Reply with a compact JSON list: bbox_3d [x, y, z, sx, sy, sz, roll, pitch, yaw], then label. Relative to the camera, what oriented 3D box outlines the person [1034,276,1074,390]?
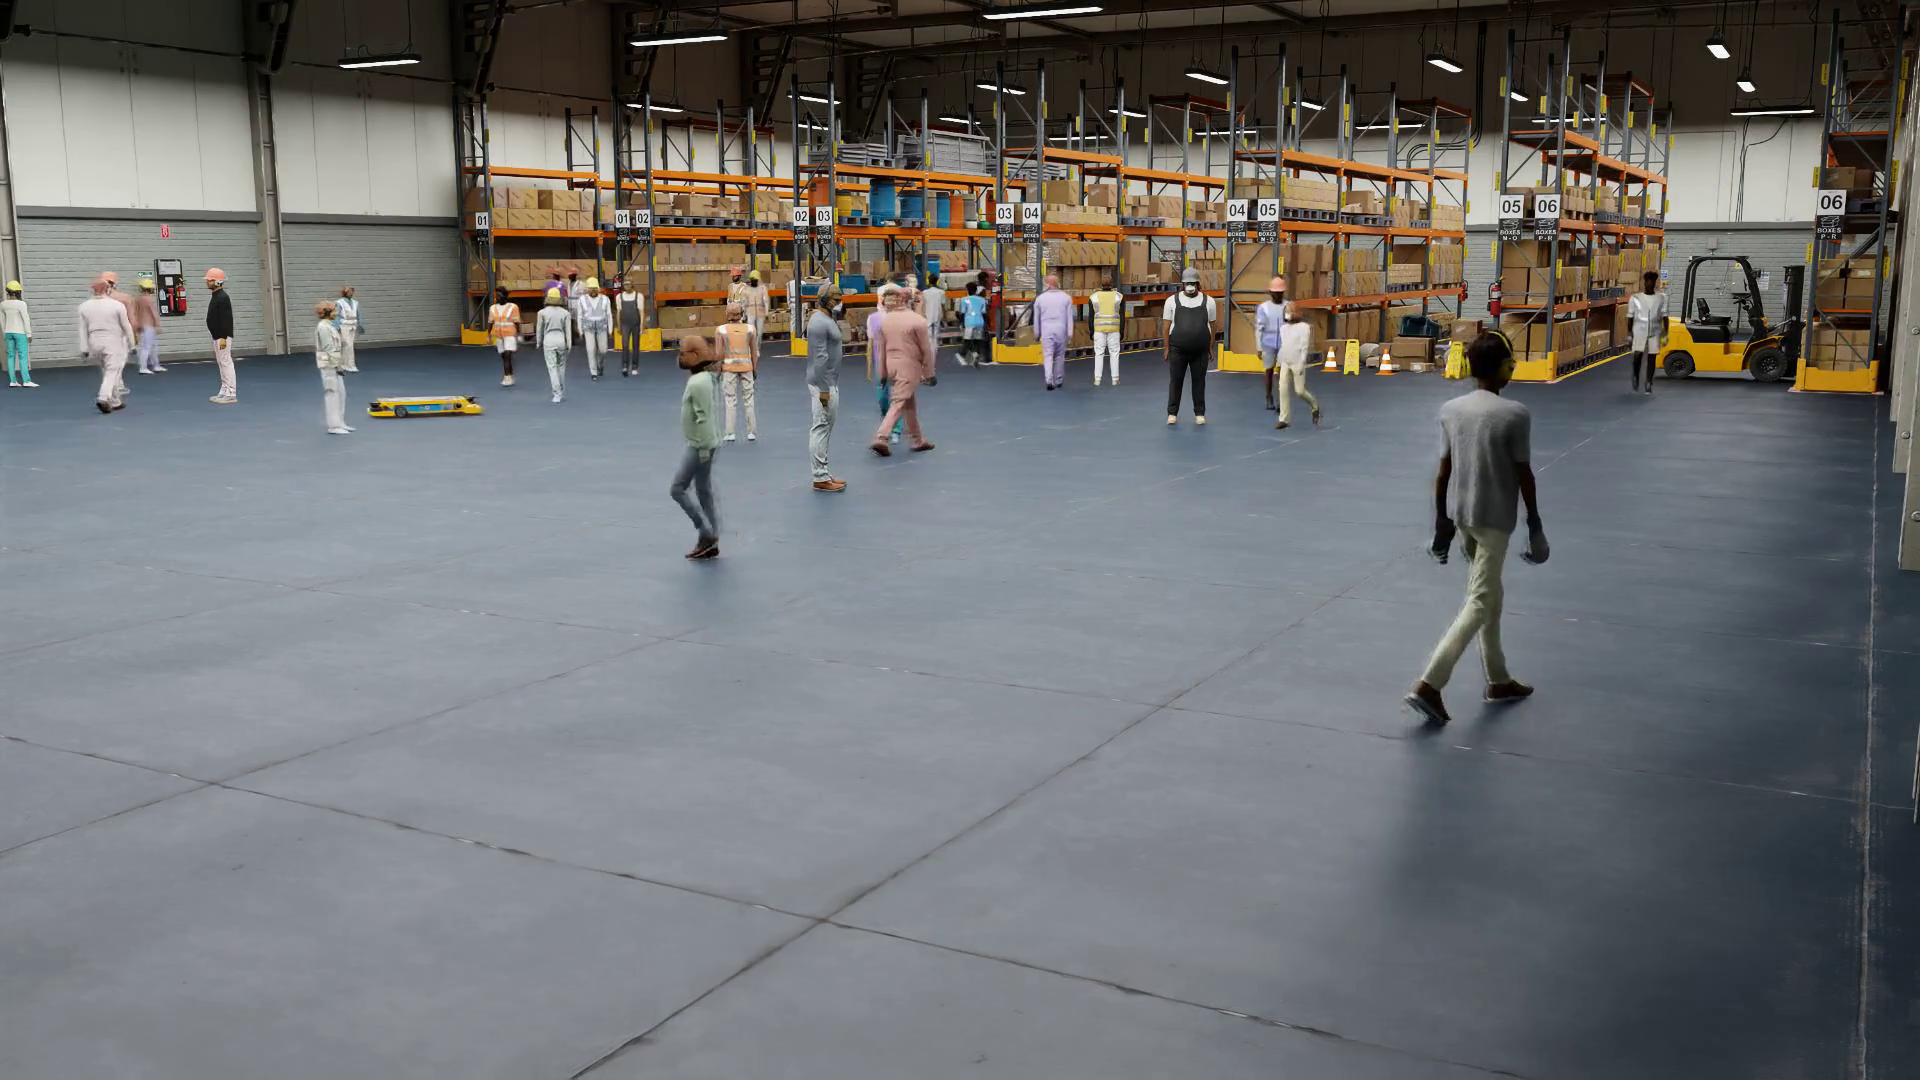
[{"bbox_3d":[1.530,-3.392,27.248,0.652,1.861,1.000,1,10,5],"label":"person"}]

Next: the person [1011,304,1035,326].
[{"bbox_3d":[1.457,-5.092,37.283,0.591,1.823,1.013,4,11,23],"label":"person"}]

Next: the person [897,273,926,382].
[{"bbox_3d":[-0.893,-3.713,29.057,0.650,1.885,0.776,-6,11,-32],"label":"person"}]

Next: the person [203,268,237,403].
[{"bbox_3d":[-11.007,-3.038,24.750,0.373,1.997,0.610,-7,12,-34],"label":"person"}]

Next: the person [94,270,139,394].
[{"bbox_3d":[-13.179,-3.206,25.864,0.622,1.963,0.921,0,10,0],"label":"person"}]

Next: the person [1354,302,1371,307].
[{"bbox_3d":[11.173,-6.575,46.095,0.616,1.797,0.975,7,12,34],"label":"person"}]

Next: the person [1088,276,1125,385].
[{"bbox_3d":[2.477,-3.527,28.072,0.626,1.844,0.429,1,10,5],"label":"person"}]

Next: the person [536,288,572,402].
[{"bbox_3d":[-6.105,-2.935,25.034,0.496,1.694,0.895,-5,11,-26],"label":"person"}]

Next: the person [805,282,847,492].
[{"bbox_3d":[-1.242,-1.415,15.442,0.371,1.934,0.627,0,10,1],"label":"person"}]

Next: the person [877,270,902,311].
[{"bbox_3d":[-1.284,-4.100,31.232,0.669,1.911,0.495,-8,12,-38],"label":"person"}]

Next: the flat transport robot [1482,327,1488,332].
[{"bbox_3d":[14.157,-5.806,46.007,0.652,0.197,1.431,1,10,8],"label":"flat transport robot"}]

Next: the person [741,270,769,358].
[{"bbox_3d":[-4.390,-4.833,35.567,0.591,1.890,0.851,-2,10,-12],"label":"person"}]

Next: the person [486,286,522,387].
[{"bbox_3d":[-7.608,-3.357,27.560,0.555,1.663,0.771,3,10,15],"label":"person"}]

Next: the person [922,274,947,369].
[{"bbox_3d":[-0.563,-4.239,32.301,0.527,1.826,0.783,-3,10,-18],"label":"person"}]

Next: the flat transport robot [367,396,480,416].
[{"bbox_3d":[-7.353,-1.840,22.783,1.431,0.197,0.652,-4,11,-23],"label":"flat transport robot"}]

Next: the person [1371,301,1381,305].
[{"bbox_3d":[11.709,-6.783,47.141,0.506,1.835,0.656,-6,12,-33],"label":"person"}]

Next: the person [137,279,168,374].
[{"bbox_3d":[-14.972,-3.953,30.846,0.545,1.745,0.744,7,12,35],"label":"person"}]

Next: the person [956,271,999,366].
[{"bbox_3d":[0.342,-4.402,33.076,0.849,1.885,0.575,-2,10,-9],"label":"person"}]

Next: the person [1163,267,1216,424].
[{"bbox_3d":[2.971,-2.503,21.496,0.688,2.000,0.536,0,10,3],"label":"person"}]

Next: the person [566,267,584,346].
[{"bbox_3d":[-9.342,-5.702,40.572,0.548,1.922,0.696,5,11,27],"label":"person"}]

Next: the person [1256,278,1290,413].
[{"bbox_3d":[4.415,-2.723,23.270,0.555,1.875,1.014,1,10,5],"label":"person"}]

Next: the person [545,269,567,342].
[{"bbox_3d":[-9.945,-5.760,41.101,0.538,1.871,0.992,4,10,20],"label":"person"}]

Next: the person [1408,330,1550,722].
[{"bbox_3d":[2.451,-0.072,7.865,0.927,1.837,0.513,-5,11,-28],"label":"person"}]

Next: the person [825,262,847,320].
[{"bbox_3d":[-2.875,-5.476,38.895,0.390,2.040,0.614,8,13,40],"label":"person"}]

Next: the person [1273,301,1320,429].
[{"bbox_3d":[4.256,-2.207,20.999,0.632,1.612,0.499,-8,12,-38],"label":"person"}]

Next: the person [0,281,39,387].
[{"bbox_3d":[-15.650,-3.411,27.608,0.523,1.769,0.324,2,10,13],"label":"person"}]

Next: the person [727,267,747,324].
[{"bbox_3d":[-4.836,-4.948,36.111,0.552,1.935,0.368,5,11,28],"label":"person"}]

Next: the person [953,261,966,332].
[{"bbox_3d":[0.076,-6.610,45.570,0.608,2.031,0.577,5,11,25],"label":"person"}]

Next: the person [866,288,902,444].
[{"bbox_3d":[-0.804,-2.058,19.559,0.563,1.822,0.839,1,10,6],"label":"person"}]

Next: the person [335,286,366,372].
[{"bbox_3d":[-11.406,-3.948,31.181,0.670,1.611,0.533,4,11,23],"label":"person"}]

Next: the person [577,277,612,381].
[{"bbox_3d":[-6.410,-3.704,29.173,0.617,1.814,0.440,-3,10,-17],"label":"person"}]

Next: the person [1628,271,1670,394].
[{"bbox_3d":[10.814,-3.244,26.121,0.626,1.945,0.614,3,10,18],"label":"person"}]

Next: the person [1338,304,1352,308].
[{"bbox_3d":[10.375,-6.452,45.243,0.661,1.821,0.660,8,13,40],"label":"person"}]

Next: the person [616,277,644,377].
[{"bbox_3d":[-5.972,-3.854,30.138,0.519,1.789,0.977,-1,10,-6],"label":"person"}]

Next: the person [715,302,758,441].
[{"bbox_3d":[-2.627,-1.974,19.580,0.515,1.636,0.314,-3,10,-18],"label":"person"}]

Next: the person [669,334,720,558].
[{"bbox_3d":[-1.899,-0.658,11.917,0.376,1.617,0.511,0,10,-2],"label":"person"}]

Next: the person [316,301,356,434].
[{"bbox_3d":[-7.676,-2.101,20.349,0.372,1.636,0.534,-2,10,-10],"label":"person"}]

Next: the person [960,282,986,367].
[{"bbox_3d":[0.301,-4.186,32.405,0.546,1.674,0.552,-5,11,-27],"label":"person"}]

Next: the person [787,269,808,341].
[{"bbox_3d":[-3.928,-5.649,40.374,0.581,1.882,0.351,5,11,28],"label":"person"}]

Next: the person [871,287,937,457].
[{"bbox_3d":[-0.637,-1.846,18.245,1.041,1.854,0.632,-9,13,-44],"label":"person"}]

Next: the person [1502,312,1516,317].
[{"bbox_3d":[15.557,-6.808,47.098,0.704,1.902,0.642,2,10,13],"label":"person"}]

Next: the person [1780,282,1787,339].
[{"bbox_3d":[21.289,-6.057,42.632,0.587,1.927,0.363,-8,13,-41],"label":"person"}]

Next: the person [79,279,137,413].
[{"bbox_3d":[-11.925,-2.705,23.231,0.652,1.863,0.981,1,10,3],"label":"person"}]
